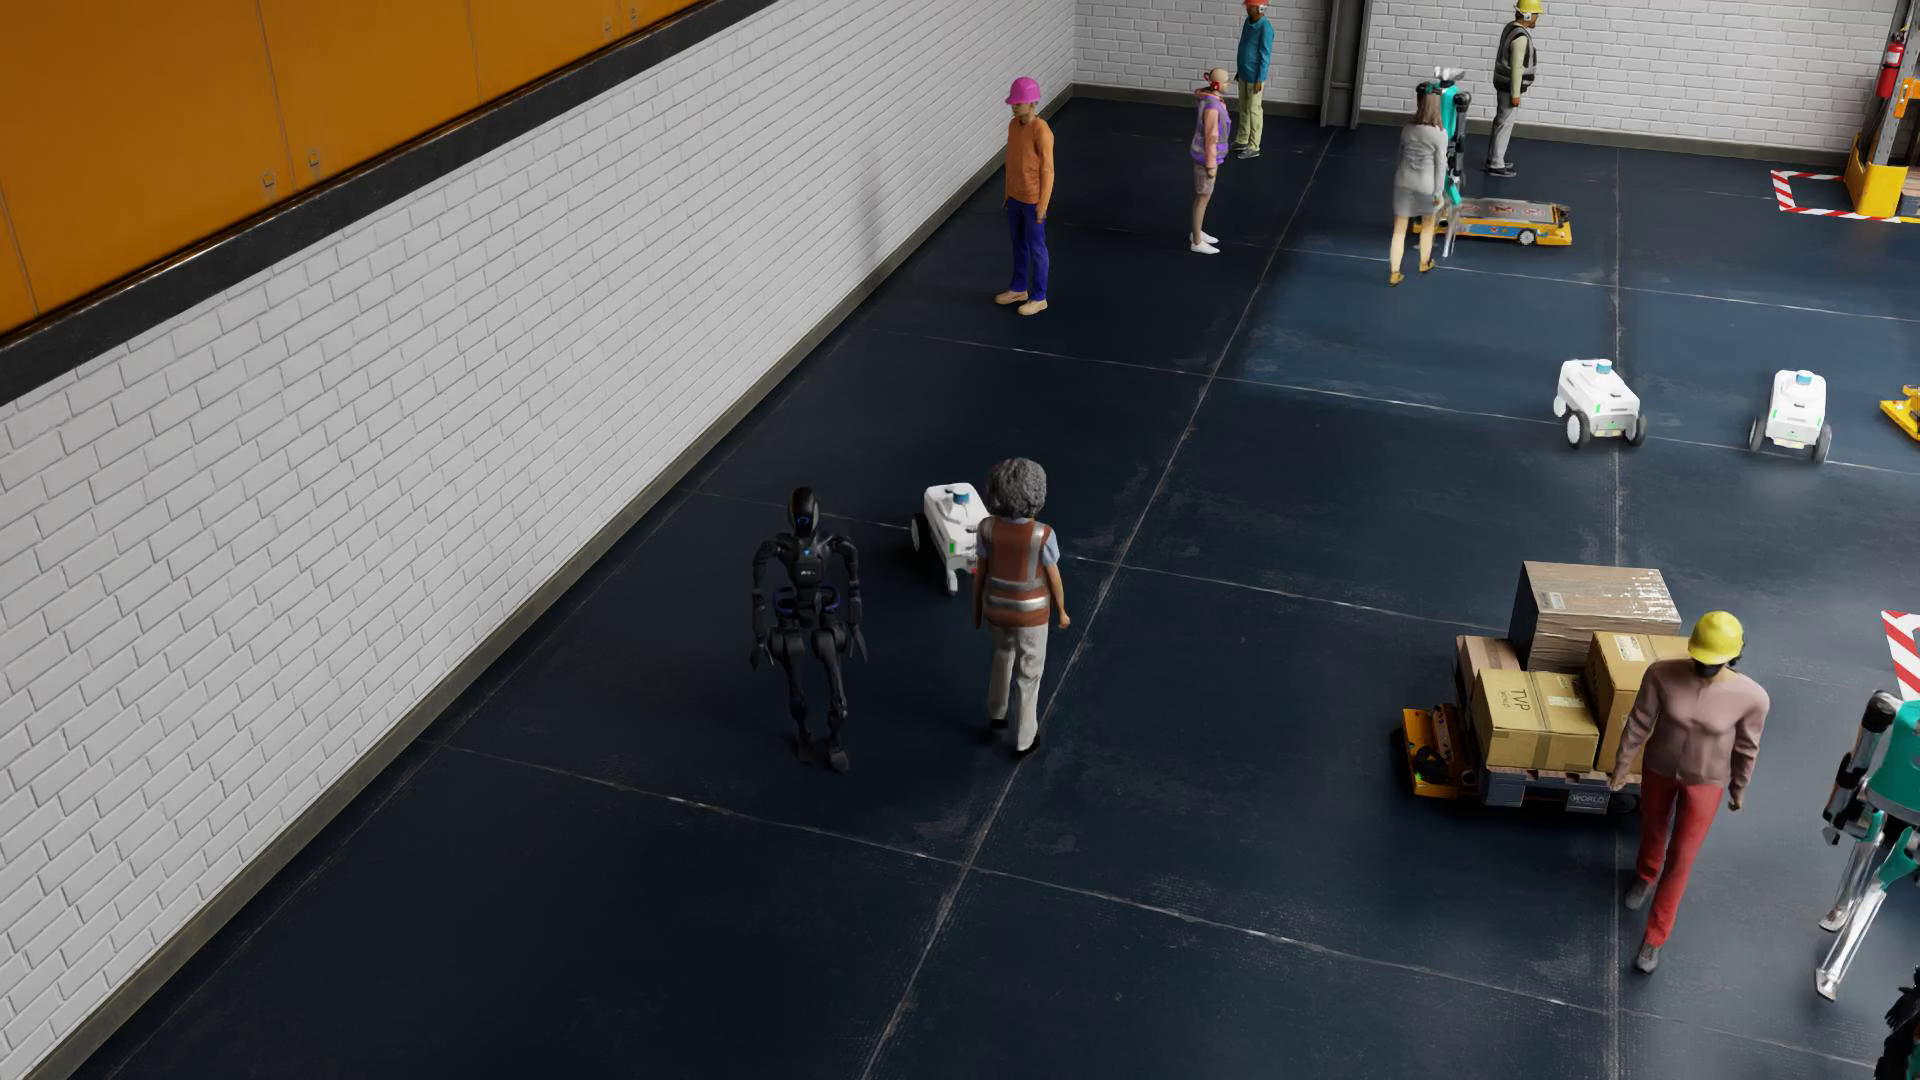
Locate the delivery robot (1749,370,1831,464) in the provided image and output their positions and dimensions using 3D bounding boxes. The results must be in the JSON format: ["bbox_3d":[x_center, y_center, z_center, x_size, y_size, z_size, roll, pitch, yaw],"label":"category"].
[{"bbox_3d":[5.975,-0.912,11.904,0.499,0.604,0.801,13,33,21],"label":"delivery robot"}]

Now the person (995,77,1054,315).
[{"bbox_3d":[0.539,-2.846,13.779,0.392,1.981,0.516,-21,36,-31],"label":"person"}]

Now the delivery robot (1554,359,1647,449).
[{"bbox_3d":[4.626,-1.020,12.069,0.499,0.585,0.784,-2,31,-3],"label":"delivery robot"}]

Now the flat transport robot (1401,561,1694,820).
[{"bbox_3d":[3.084,1.124,8.713,1.431,0.231,0.659,4,31,6],"label":"flat transport robot"}]

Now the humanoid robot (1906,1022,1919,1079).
[{"bbox_3d":[3.360,2.287,5.329,0.914,1.799,0.549,25,39,36],"label":"humanoid robot"}]

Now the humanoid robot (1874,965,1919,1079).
[{"bbox_3d":[3.866,1.706,6.342,0.611,1.634,0.459,-6,31,-11],"label":"humanoid robot"}]

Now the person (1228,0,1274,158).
[{"bbox_3d":[3.066,-4.934,17.551,0.320,1.754,0.561,-10,32,-16],"label":"person"}]

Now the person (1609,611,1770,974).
[{"bbox_3d":[3.155,1.082,7.340,0.538,1.731,0.792,20,36,31],"label":"person"}]

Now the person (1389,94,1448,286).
[{"bbox_3d":[4.015,-3.074,14.503,0.481,1.618,0.753,18,35,27],"label":"person"}]

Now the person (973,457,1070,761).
[{"bbox_3d":[0.313,0.367,8.608,0.479,1.669,0.423,13,33,20],"label":"person"}]

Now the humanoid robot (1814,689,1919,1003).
[{"bbox_3d":[4.057,1.181,7.151,0.576,1.724,0.980,23,37,33],"label":"humanoid robot"}]

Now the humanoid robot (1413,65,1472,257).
[{"bbox_3d":[4.402,-3.405,14.989,0.704,1.807,0.530,-23,37,-33],"label":"humanoid robot"}]

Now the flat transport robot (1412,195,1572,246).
[{"bbox_3d":[5.049,-3.039,15.795,1.431,0.231,0.659,7,31,13],"label":"flat transport robot"}]

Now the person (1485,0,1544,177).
[{"bbox_3d":[5.655,-4.654,17.014,0.403,1.824,0.593,4,31,6],"label":"person"}]

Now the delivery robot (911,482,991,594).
[{"bbox_3d":[0.001,-0.055,10.456,0.499,0.614,0.812,-7,31,-12],"label":"delivery robot"}]

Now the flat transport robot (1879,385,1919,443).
[{"bbox_3d":[7.600,-0.897,12.151,1.431,0.231,0.659,0,30,-1],"label":"flat transport robot"}]

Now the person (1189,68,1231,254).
[{"bbox_3d":[2.253,-3.439,15.078,0.346,1.686,0.489,4,31,7],"label":"person"}]

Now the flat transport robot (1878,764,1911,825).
[{"bbox_3d":[5.306,1.475,8.116,0.659,0.231,1.431,-18,35,-28],"label":"flat transport robot"}]

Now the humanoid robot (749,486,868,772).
[{"bbox_3d":[-0.776,0.460,8.454,0.608,1.643,0.447,-6,31,-9],"label":"humanoid robot"}]
